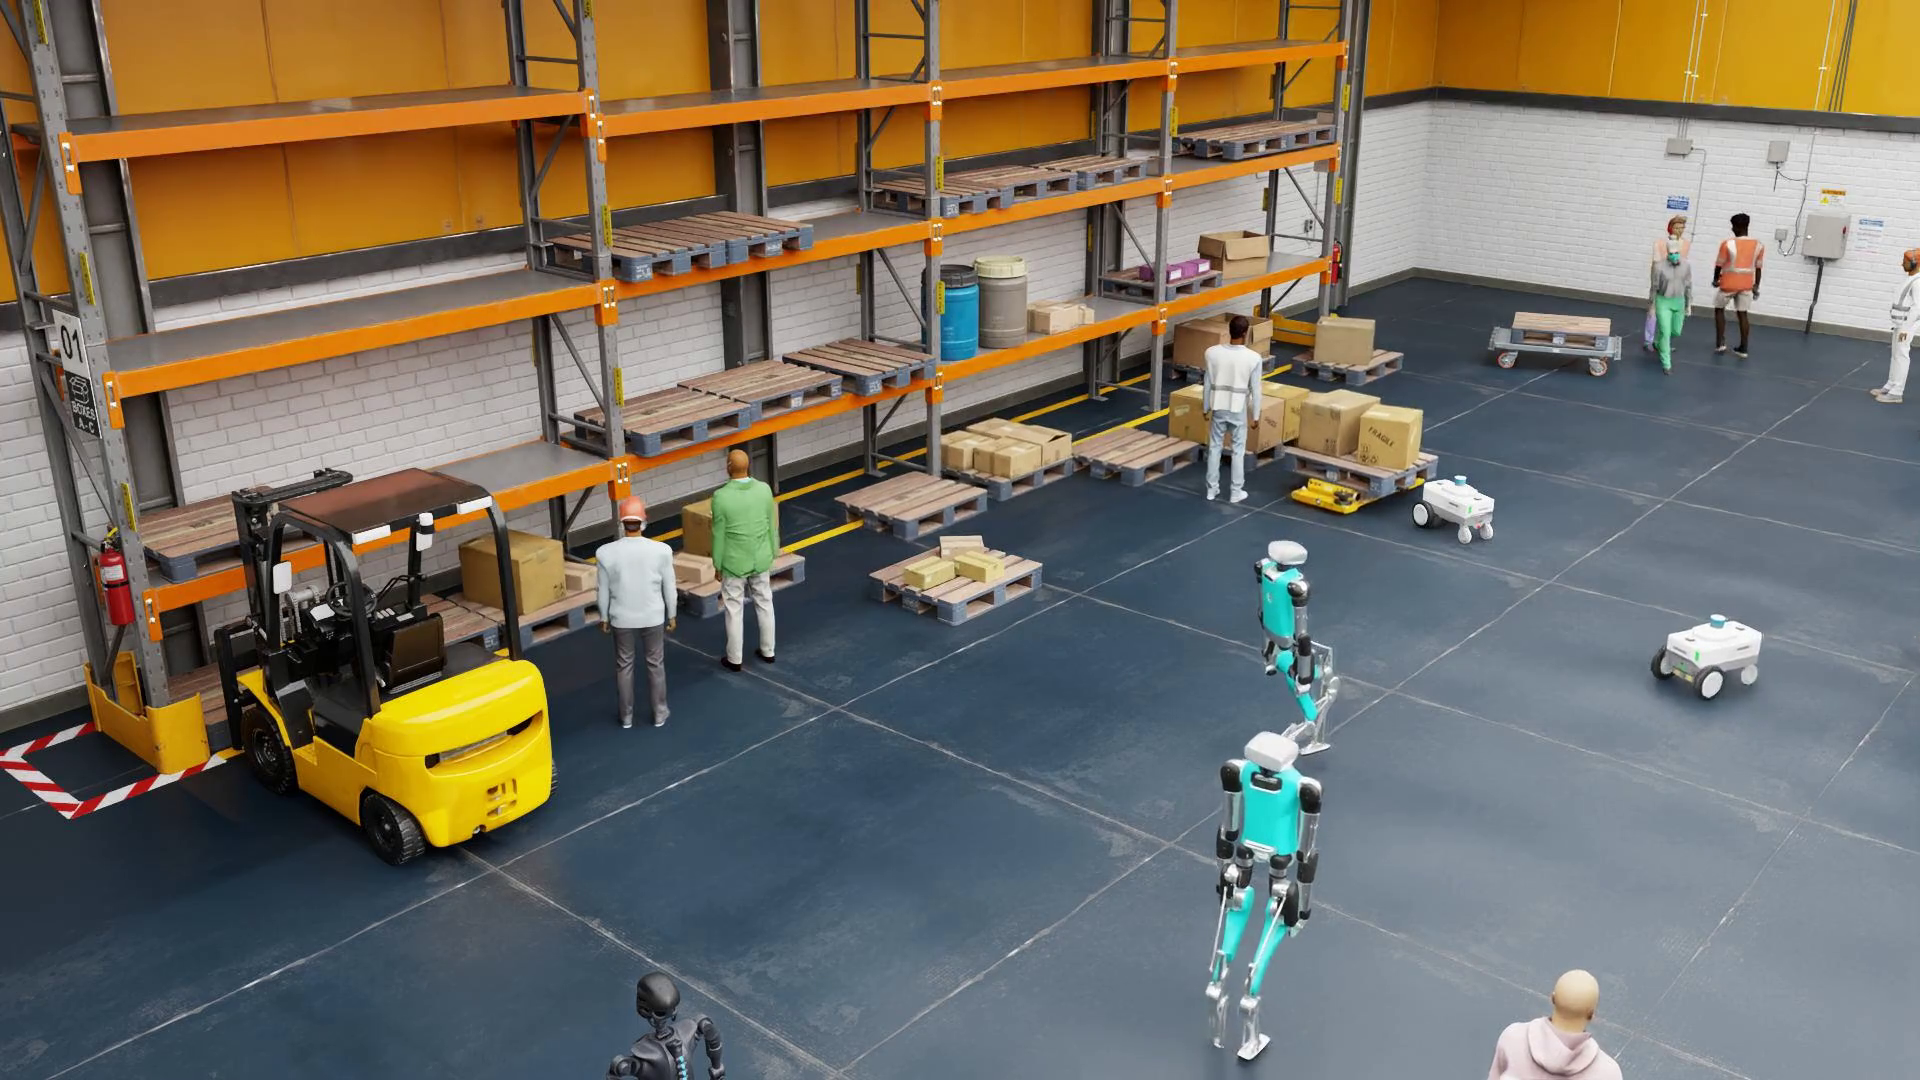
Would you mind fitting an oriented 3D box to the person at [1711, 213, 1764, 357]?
[{"bbox_3d":[10.500,-3.456,22.520,0.633,1.927,0.491,-1,20,-2],"label":"person"}]

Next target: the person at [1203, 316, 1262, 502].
[{"bbox_3d":[2.727,-1.308,16.737,0.599,1.907,0.411,9,22,22],"label":"person"}]

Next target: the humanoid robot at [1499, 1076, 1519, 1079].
[{"bbox_3d":[1.732,2.795,5.908,0.878,1.783,0.558,-16,26,-37],"label":"humanoid robot"}]

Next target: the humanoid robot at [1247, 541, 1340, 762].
[{"bbox_3d":[2.355,0.805,11.278,1.026,1.734,0.538,-8,22,-22],"label":"humanoid robot"}]

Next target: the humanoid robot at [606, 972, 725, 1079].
[{"bbox_3d":[-1.173,2.488,6.754,0.599,1.657,0.315,-18,27,-39],"label":"humanoid robot"}]

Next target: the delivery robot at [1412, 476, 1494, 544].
[{"bbox_3d":[4.779,-0.318,16.022,0.499,0.609,0.813,-9,22,-24],"label":"delivery robot"}]

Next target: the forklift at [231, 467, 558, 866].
[{"bbox_3d":[-3.730,0.710,10.856,2.313,2.155,1.214,17,26,38],"label":"forklift"}]

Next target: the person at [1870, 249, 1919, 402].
[{"bbox_3d":[11.520,-2.621,20.319,0.355,1.886,0.573,7,21,18],"label":"person"}]

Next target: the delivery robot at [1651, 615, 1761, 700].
[{"bbox_3d":[5.772,0.872,12.781,0.801,0.598,0.499,-9,22,-22],"label":"delivery robot"}]

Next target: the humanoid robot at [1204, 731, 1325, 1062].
[{"bbox_3d":[1.443,1.887,8.338,0.533,1.808,0.695,13,24,31],"label":"humanoid robot"}]

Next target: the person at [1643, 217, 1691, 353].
[{"bbox_3d":[9.663,-3.497,22.748,0.565,1.846,0.390,-7,21,-18],"label":"person"}]

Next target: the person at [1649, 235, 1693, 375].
[{"bbox_3d":[9.259,-3.119,21.770,0.541,1.821,0.749,-1,20,-2],"label":"person"}]

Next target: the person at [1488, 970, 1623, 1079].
[{"bbox_3d":[2.312,2.499,6.607,0.542,1.773,0.408,13,24,31],"label":"person"}]

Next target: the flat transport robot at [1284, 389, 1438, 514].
[{"bbox_3d":[4.109,-0.582,17.129,1.431,0.231,0.659,-18,27,-40],"label":"flat transport robot"}]

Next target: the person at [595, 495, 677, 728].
[{"bbox_3d":[-2.327,0.522,12.009,0.572,1.742,0.352,-4,21,-10],"label":"person"}]

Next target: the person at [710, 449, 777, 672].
[{"bbox_3d":[-1.676,0.157,12.954,0.545,1.777,0.385,-12,23,-30],"label":"person"}]
